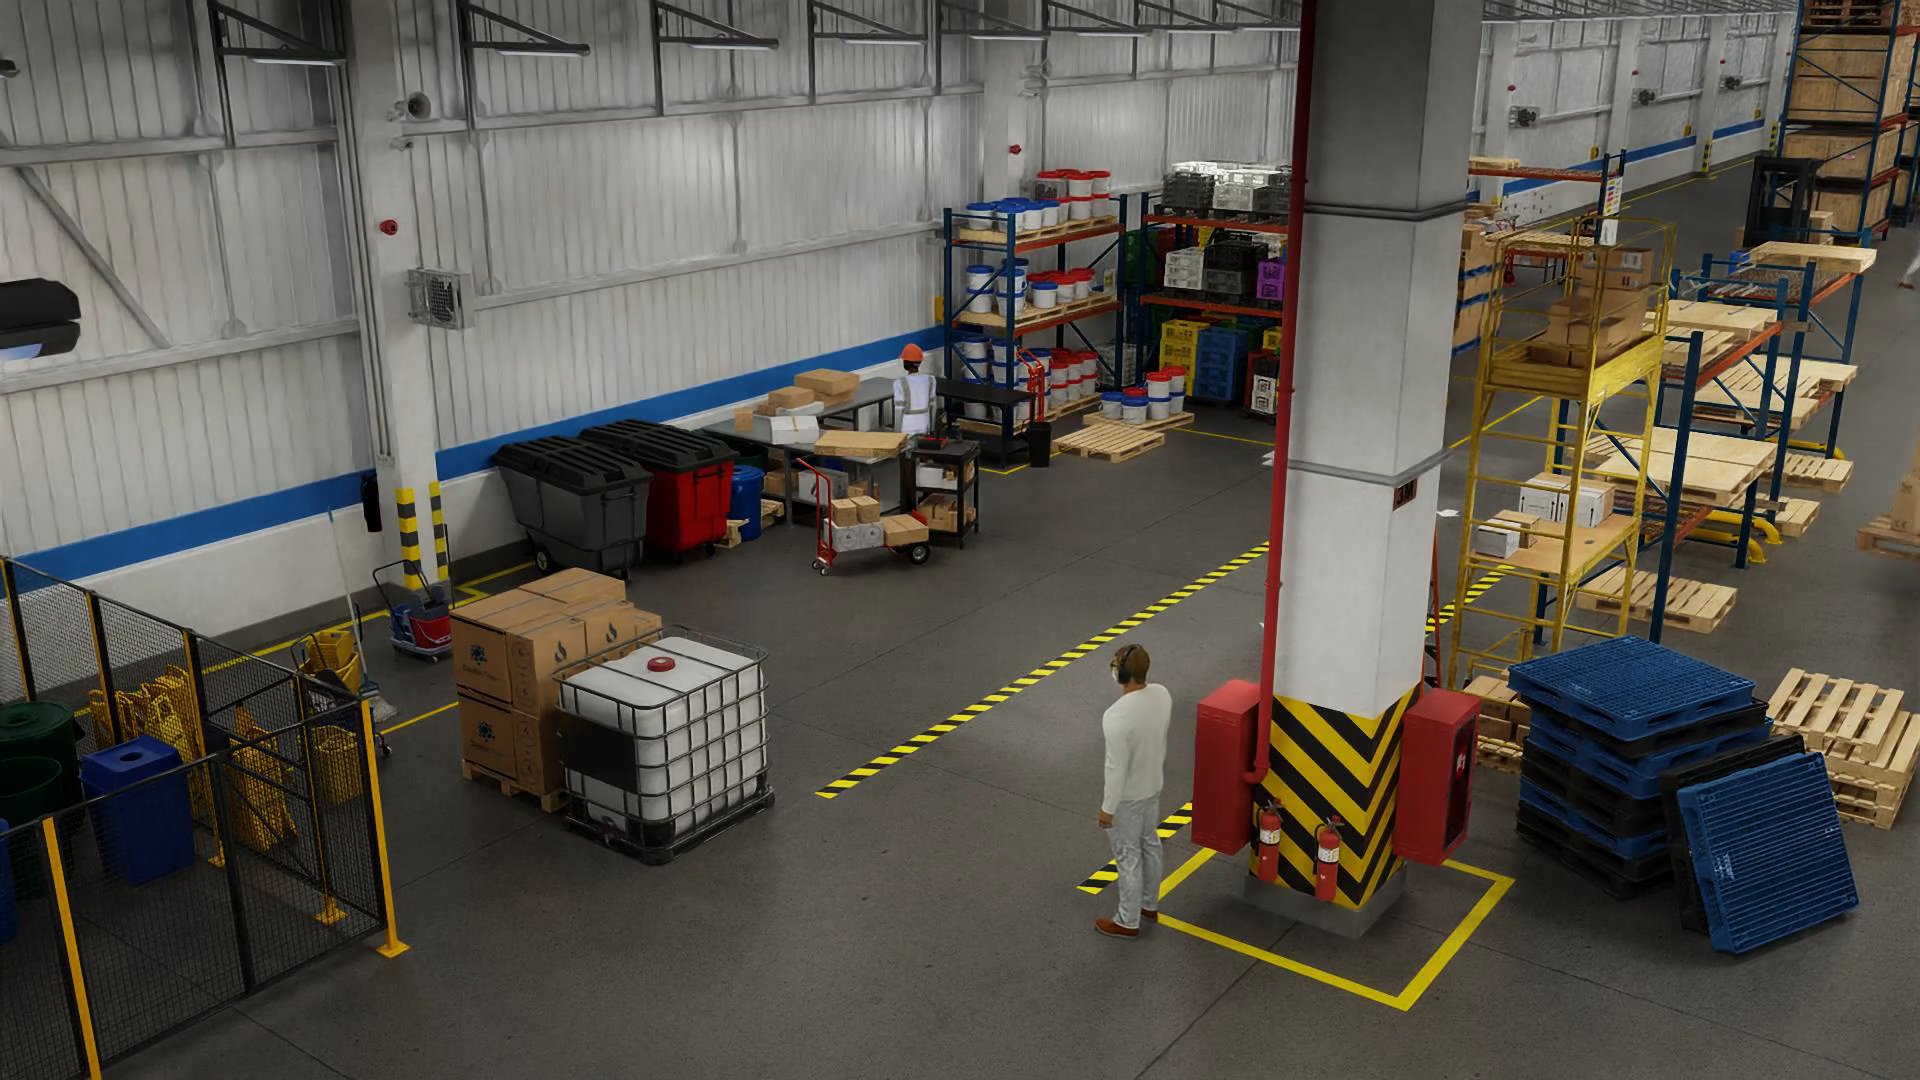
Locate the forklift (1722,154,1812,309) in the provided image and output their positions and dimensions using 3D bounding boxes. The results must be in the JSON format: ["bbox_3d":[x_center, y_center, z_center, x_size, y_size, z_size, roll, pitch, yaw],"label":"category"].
[{"bbox_3d":[15.462,-5.891,31.649,1.129,2.768,1.873,13,22,34],"label":"forklift"}]

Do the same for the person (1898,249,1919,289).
[{"bbox_3d":[19.584,-5.976,33.497,1.040,1.881,0.655,8,20,23],"label":"person"}]

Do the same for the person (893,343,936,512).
[{"bbox_3d":[-0.539,-1.291,19.062,0.552,1.936,0.362,-11,21,-30],"label":"person"}]

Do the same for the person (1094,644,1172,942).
[{"bbox_3d":[1.067,1.562,10.330,0.371,1.939,0.629,14,23,36],"label":"person"}]
